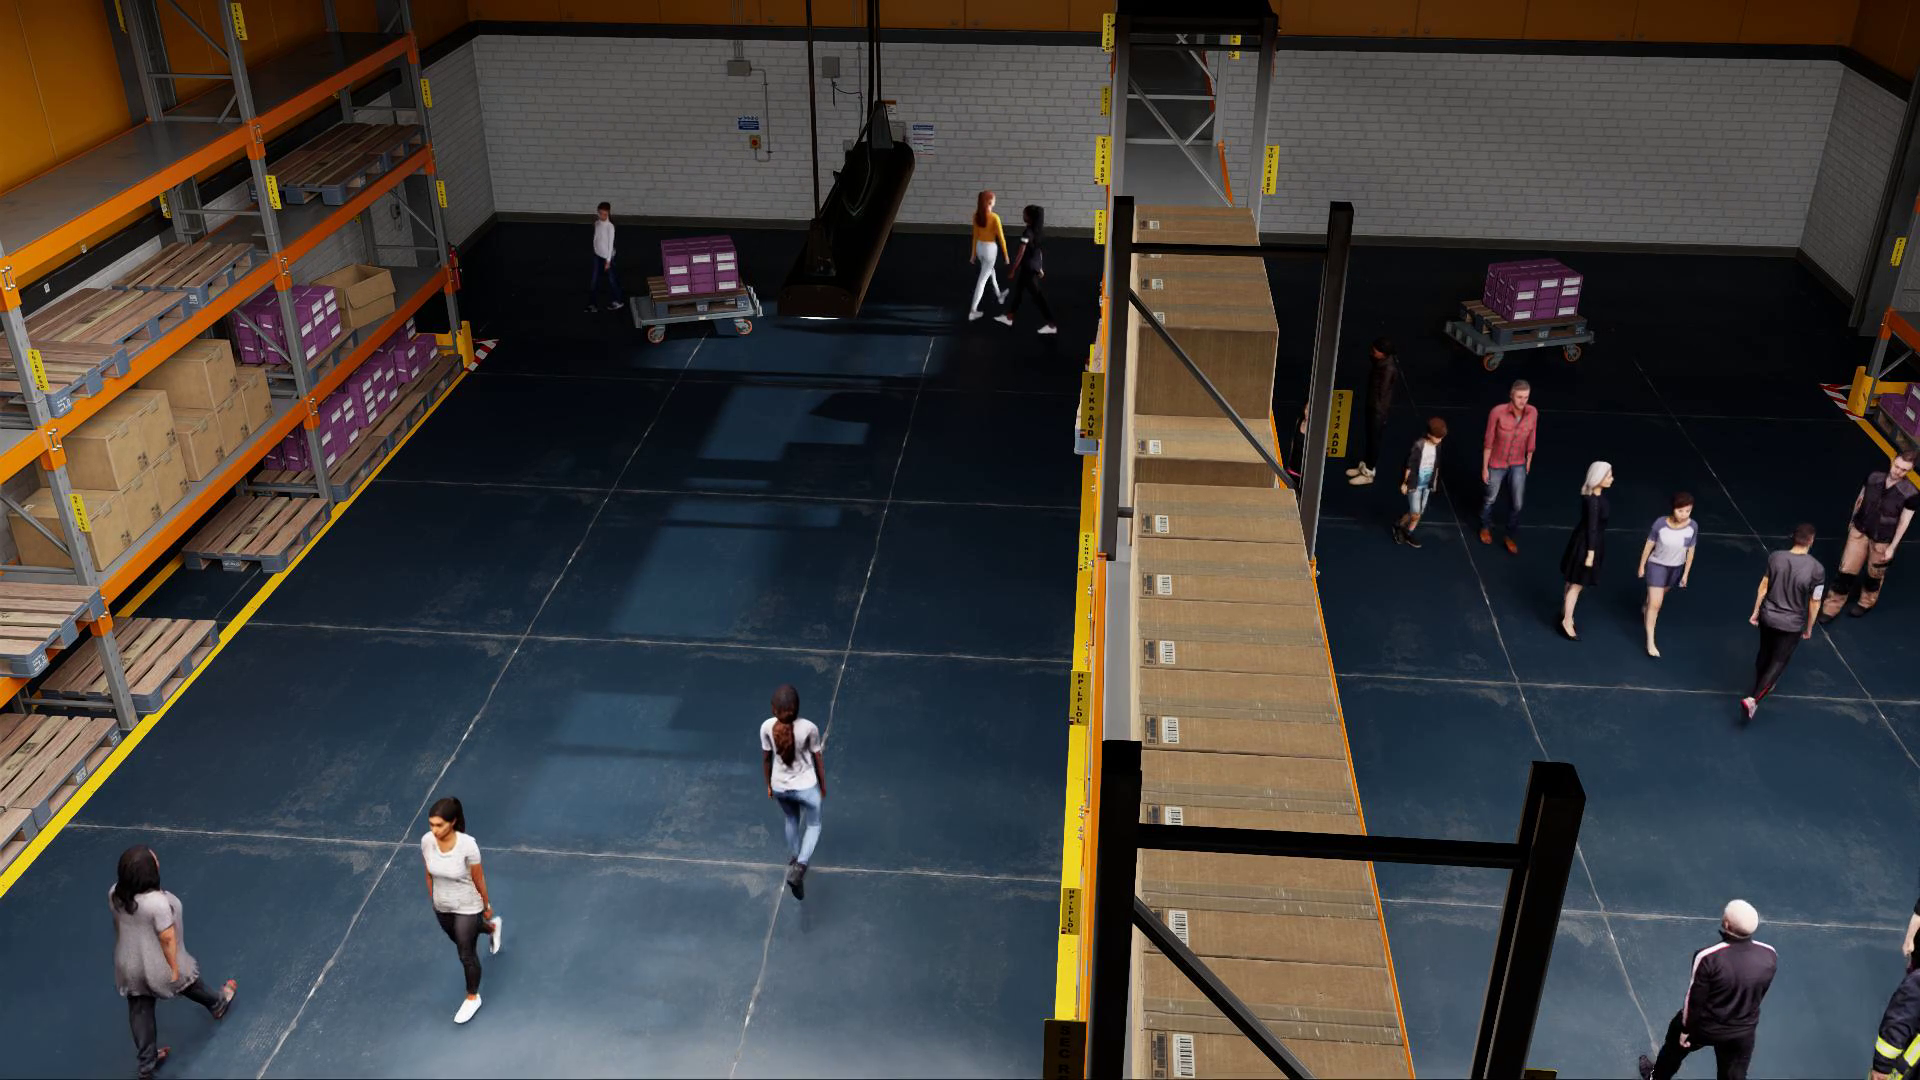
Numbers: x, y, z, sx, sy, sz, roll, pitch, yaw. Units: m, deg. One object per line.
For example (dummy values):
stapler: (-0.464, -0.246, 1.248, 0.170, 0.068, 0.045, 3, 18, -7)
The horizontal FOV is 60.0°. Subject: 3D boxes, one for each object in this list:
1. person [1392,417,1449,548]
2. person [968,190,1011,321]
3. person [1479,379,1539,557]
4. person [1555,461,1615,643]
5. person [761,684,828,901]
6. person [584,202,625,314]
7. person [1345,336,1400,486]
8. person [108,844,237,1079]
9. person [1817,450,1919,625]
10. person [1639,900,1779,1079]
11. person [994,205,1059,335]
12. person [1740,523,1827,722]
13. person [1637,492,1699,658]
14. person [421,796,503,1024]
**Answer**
person: (4.519, -0.593, 16.524, 0.705, 1.433, 0.765, -11, 30, -19)
person: (0.302, -3.721, 21.988, 1.037, 1.691, 1.248, 20, 34, 32)
person: (5.373, -0.798, 16.507, 0.727, 1.809, 0.785, 1, 29, 2)
person: (5.634, 0.077, 14.967, 0.707, 1.746, 0.563, 8, 30, 14)
person: (-1.182, 1.807, 11.835, 0.638, 1.709, 0.897, 4, 29, 8)
person: (-4.680, -3.814, 22.332, 0.787, 1.526, 0.967, 19, 34, 31)
person: (4.477, -1.396, 17.759, 0.653, 1.661, 0.600, 16, 32, 27)
person: (-5.109, 2.671, 10.408, 0.700, 1.559, 1.041, 6, 29, 10)
person: (8.371, -0.058, 15.171, 1.142, 1.790, 1.087, -16, 32, -27)
person: (4.458, 2.940, 9.681, 0.721, 1.783, 1.207, 1, 29, 1)
person: (0.983, -3.445, 21.491, 0.898, 1.682, 1.159, 11, 30, 19)
person: (6.794, 0.705, 13.825, 1.148, 1.738, 1.072, -23, 36, -36)
person: (6.324, 0.213, 14.957, 0.594, 1.519, 1.036, 2, 29, 4)
person: (-3.250, 2.337, 10.956, 0.711, 1.621, 1.042, 8, 30, 15)
